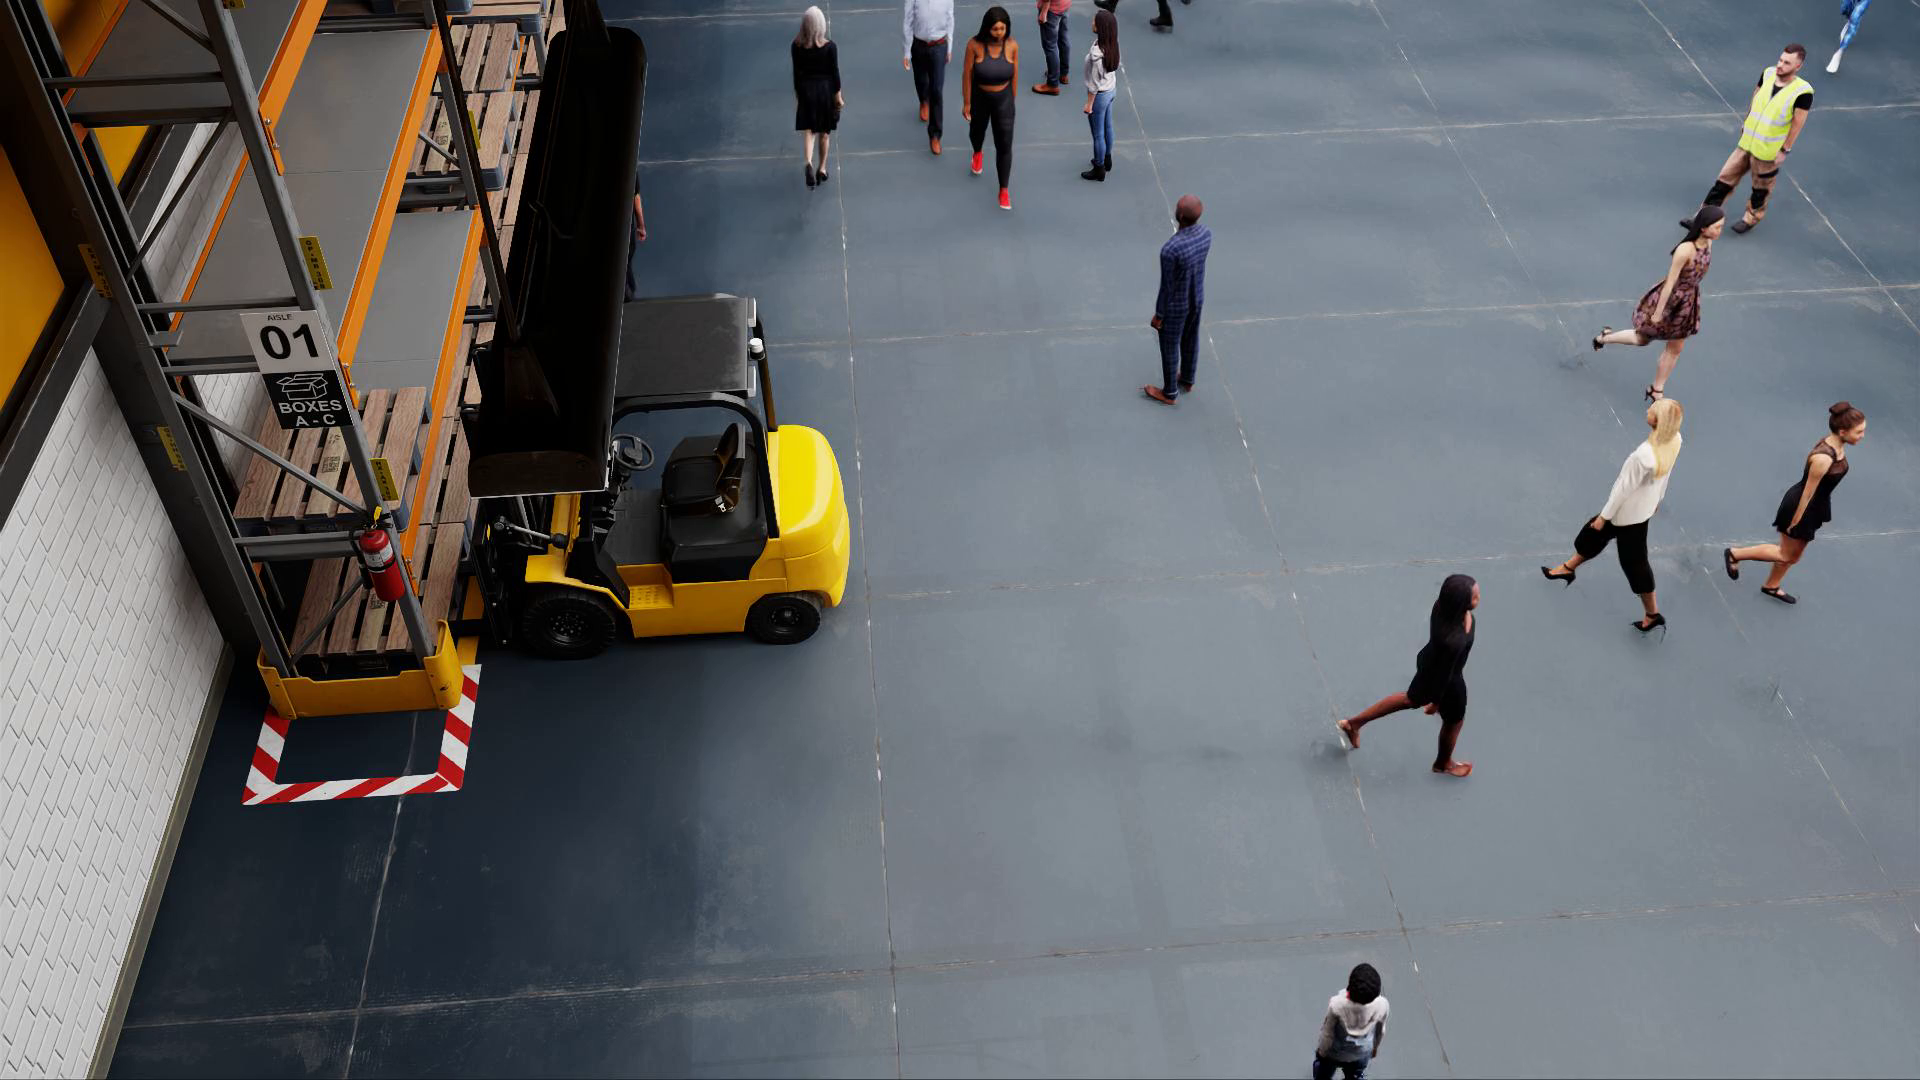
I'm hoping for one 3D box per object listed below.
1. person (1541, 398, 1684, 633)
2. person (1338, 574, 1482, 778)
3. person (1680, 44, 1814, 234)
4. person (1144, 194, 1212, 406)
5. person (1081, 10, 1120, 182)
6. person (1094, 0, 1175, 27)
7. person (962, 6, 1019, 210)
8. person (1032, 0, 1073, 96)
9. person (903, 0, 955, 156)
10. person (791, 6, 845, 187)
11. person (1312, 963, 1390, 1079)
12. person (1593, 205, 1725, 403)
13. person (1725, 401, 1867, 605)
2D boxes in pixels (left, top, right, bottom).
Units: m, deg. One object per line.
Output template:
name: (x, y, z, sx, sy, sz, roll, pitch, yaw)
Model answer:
person: (4.489, -0.112, 10.926, 1.230, 1.815, 1.119, 34, 53, 30)
person: (2.802, 0.816, 10.037, 0.792, 1.697, 1.076, 4, 44, 4)
person: (7.029, -3.463, 14.445, 1.087, 1.814, 1.144, -24, 49, -23)
person: (1.699, -1.848, 12.746, 0.758, 1.818, 0.795, -32, 52, -29)
person: (1.299, -4.069, 15.212, 0.742, 1.632, 0.625, 19, 47, 18)
person: (1.979, -6.175, 17.339, 1.118, 1.748, 1.173, 23, 48, 23)
person: (0.250, -3.998, 15.041, 0.660, 1.766, 1.210, -3, 44, -4)
person: (0.934, -5.293, 16.354, 0.821, 1.829, 0.702, 20, 47, 20)
person: (-0.319, -4.665, 15.748, 0.696, 1.757, 1.221, -1, 44, -1)
person: (-1.296, -3.919, 14.984, 0.745, 1.730, 0.907, 7, 44, 7)
person: (1.982, 2.608, 8.483, 0.503, 1.248, 0.771, -1, 44, -1)
person: (5.380, -1.821, 12.768, 0.962, 1.749, 1.122, -29, 51, -27)
person: (5.596, -0.251, 11.182, 0.884, 1.664, 0.822, 31, 52, 28)
